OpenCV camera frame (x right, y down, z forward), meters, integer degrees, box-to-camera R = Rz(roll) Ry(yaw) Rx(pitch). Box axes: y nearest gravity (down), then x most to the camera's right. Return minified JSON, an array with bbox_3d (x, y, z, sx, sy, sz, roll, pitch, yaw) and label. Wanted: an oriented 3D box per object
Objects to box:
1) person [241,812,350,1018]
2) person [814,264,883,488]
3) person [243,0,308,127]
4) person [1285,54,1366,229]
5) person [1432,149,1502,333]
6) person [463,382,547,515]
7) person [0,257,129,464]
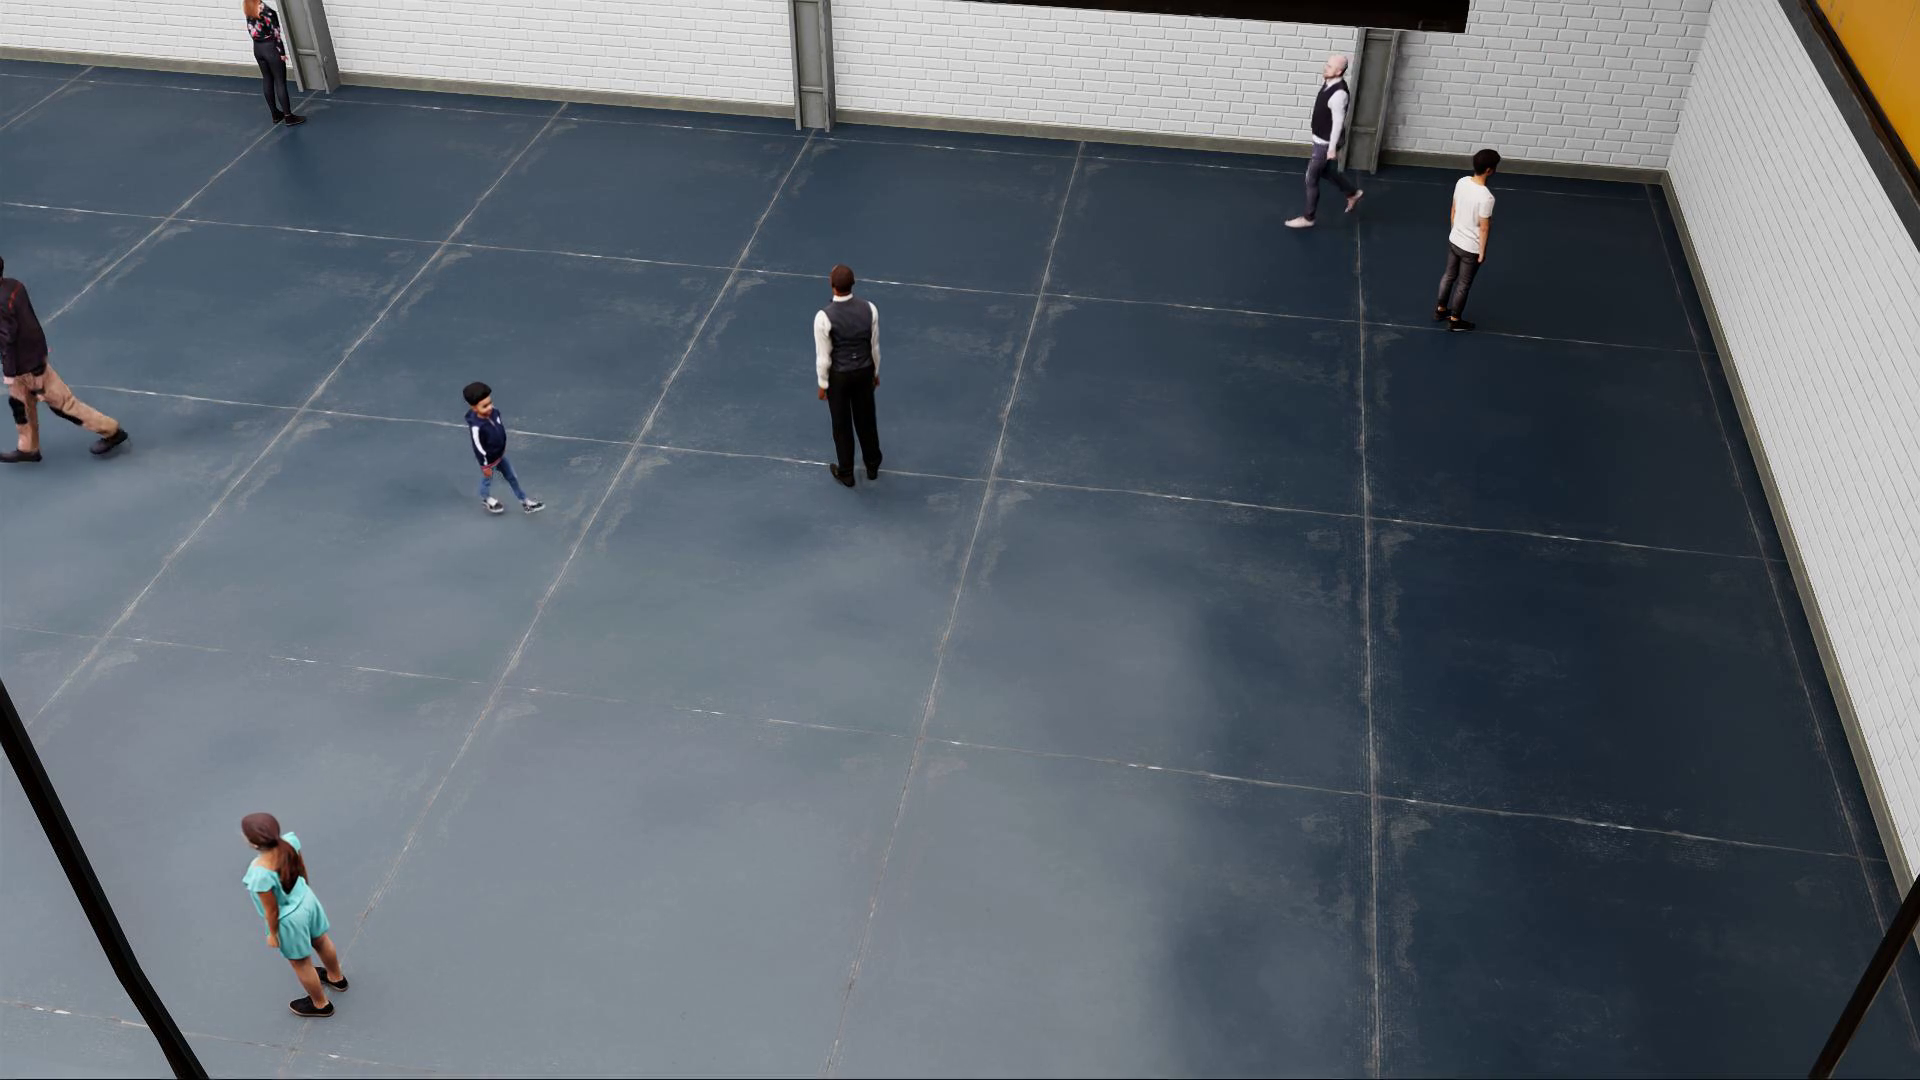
[{"bbox_3d":[-3.660,2.032,9.102,0.561,1.559,0.556,9,40,11],"label":"person"},{"bbox_3d":[-0.858,-1.275,12.955,0.730,1.918,0.844,-14,41,-17],"label":"person"},{"bbox_3d":[-7.628,-5.409,18.321,0.565,1.682,0.703,21,43,24],"label":"person"},{"bbox_3d":[3.669,-3.903,16.337,1.070,1.804,0.807,-1,39,-1],"label":"person"},{"bbox_3d":[4.543,-2.697,14.894,0.709,1.720,0.706,-14,41,-17],"label":"person"},{"bbox_3d":[-3.662,-0.693,12.807,0.850,1.193,0.650,15,41,18],"label":"person"},{"bbox_3d":[-7.257,-1.406,13.146,1.336,1.885,1.120,-13,40,-16],"label":"person"}]
